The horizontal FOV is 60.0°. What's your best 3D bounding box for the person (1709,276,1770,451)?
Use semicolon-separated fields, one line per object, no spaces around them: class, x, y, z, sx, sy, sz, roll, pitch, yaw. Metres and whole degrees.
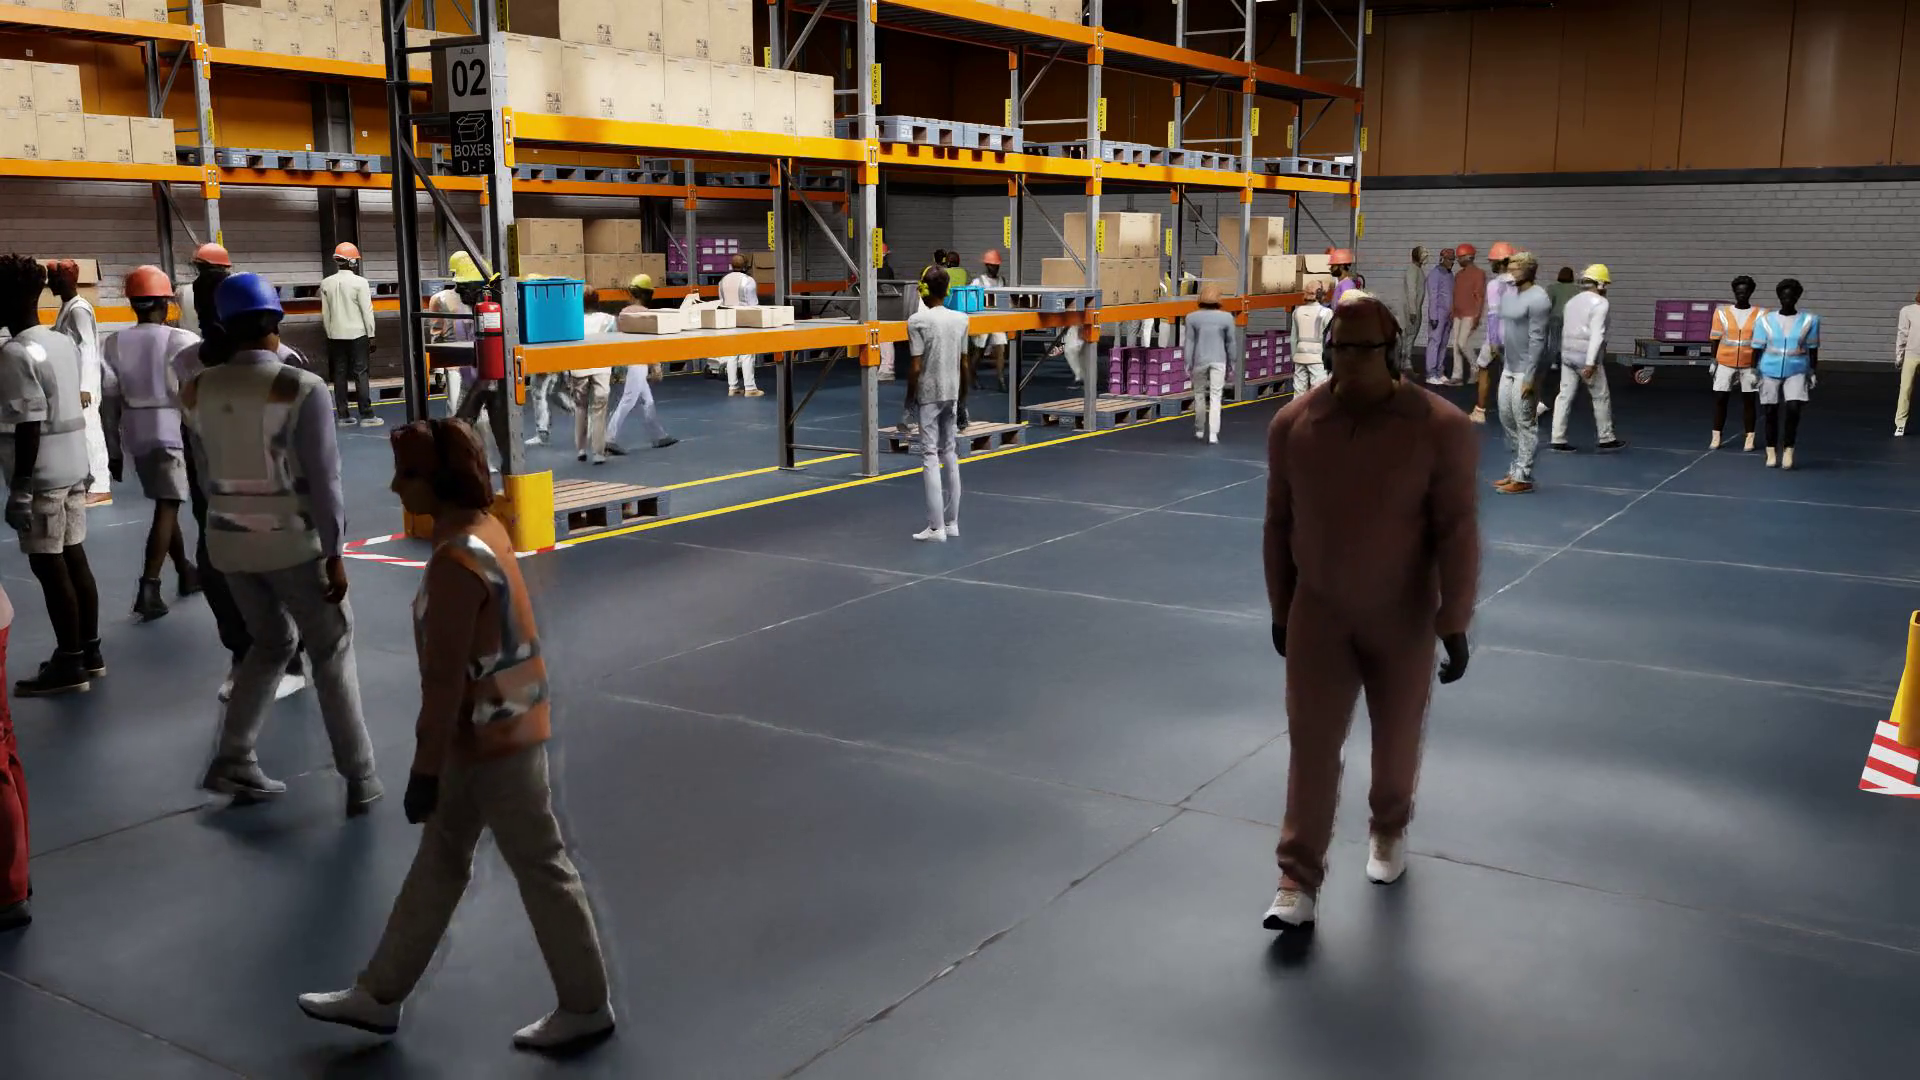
person;7.483;-1.693;15.999;0.533;1.687;0.320;5;11;26

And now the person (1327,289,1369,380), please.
person;2.461;-0.702;10.432;0.933;1.715;0.531;-1;10;-5

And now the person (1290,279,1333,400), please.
person;3.447;-1.721;16.282;0.314;1.639;0.514;-8;13;-38

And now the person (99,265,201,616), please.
person;-4.393;-0.550;9.128;0.545;1.892;1.012;0;10;1

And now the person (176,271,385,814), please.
person;-2.417;0.020;5.862;0.630;1.915;0.444;3;11;16

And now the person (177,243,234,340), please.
person;-6.315;-1.521;14.200;0.613;1.986;1.017;3;11;18

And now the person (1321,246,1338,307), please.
person;5.675;-3.534;25.546;0.544;1.926;0.379;-2;10;-13

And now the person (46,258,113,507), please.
person;-6.711;-1.190;12.661;0.362;1.883;0.575;-7;13;-35

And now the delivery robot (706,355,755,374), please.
delivery robot;-3.328;-2.654;24.181;0.707;0.478;0.477;-10;15;-44

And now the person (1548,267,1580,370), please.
person;9.504;-3.489;26.186;0.524;1.582;0.839;7;12;34

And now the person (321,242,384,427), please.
person;-6.617;-2.223;18.074;0.611;1.996;0.379;3;11;16

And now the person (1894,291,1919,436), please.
person;9.903;-1.864;17.112;0.496;1.629;0.277;5;11;25

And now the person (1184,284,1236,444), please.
person;2.503;-1.764;16.663;0.513;1.588;0.835;2;10;12

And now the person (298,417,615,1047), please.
person;-1.260;0.503;4.049;0.841;1.592;0.527;-2;11;-13

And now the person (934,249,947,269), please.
person;-0.343;-3.963;28.068;0.530;1.869;0.311;4;11;21

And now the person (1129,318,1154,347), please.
person;2.957;-3.796;26.945;0.366;1.938;0.630;-9;14;-41

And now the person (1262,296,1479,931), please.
person;1.201;0.211;4.973;0.655;1.853;0.988;4;11;23

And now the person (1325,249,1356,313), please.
person;4.269;-2.377;19.172;0.701;1.913;0.553;3;11;16

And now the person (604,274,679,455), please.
person;-3.104;-1.685;15.916;0.546;1.701;0.996;10;14;44

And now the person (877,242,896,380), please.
person;-1.133;-3.319;24.146;0.396;1.992;0.622;-3;11;-15

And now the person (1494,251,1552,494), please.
person;4.513;-1.324;13.280;0.478;1.935;0.696;0;10;-3

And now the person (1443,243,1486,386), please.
person;6.962;-3.103;22.981;0.449;1.975;0.649;-3;11;-19

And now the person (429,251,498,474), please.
person;-4.244;-1.512;14.324;0.587;1.927;0.364;-6;12;-31

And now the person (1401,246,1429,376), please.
person;6.793;-3.423;24.882;0.354;1.936;0.635;4;11;19

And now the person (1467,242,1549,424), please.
person;5.963;-2.223;18.075;0.624;2.014;0.976;-7;12;-34

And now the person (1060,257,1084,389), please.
person;1.536;-2.920;22.503;0.536;1.790;0.612;-1;10;-6

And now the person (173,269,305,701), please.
person;-3.114;-0.219;7.254;0.632;1.896;0.490;1;10;7

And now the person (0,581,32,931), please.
person;-2.937;0.279;4.846;0.313;1.769;0.523;-5;11;-24

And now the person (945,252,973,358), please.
person;-0.112;-3.513;25.649;0.622;1.845;0.429;-5;11;-26

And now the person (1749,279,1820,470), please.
person;7.228;-1.446;14.628;0.557;1.673;0.653;6;12;29

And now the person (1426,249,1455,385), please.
person;6.805;-3.140;23.418;0.406;1.902;0.636;8;13;39

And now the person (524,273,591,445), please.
person;-4.004;-1.764;16.332;0.634;1.703;0.494;4;11;20

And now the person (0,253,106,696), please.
person;-4.107;-0.289;7.440;0.362;1.963;0.613;-1;10;-8

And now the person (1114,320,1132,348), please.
person;2.885;-4.236;29.543;0.575;1.883;0.355;-4;11;-23

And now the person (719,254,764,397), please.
person;-2.825;-2.779;21.585;0.626;1.843;0.429;7;13;36

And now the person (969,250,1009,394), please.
person;0.381;-2.921;22.243;0.561;1.895;0.978;-5;11;-27

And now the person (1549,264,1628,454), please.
person;5.985;-1.706;15.780;0.870;1.783;0.617;-3;11;-18

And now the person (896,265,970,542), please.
person;-0.172;-0.901;11.236;0.545;1.876;0.541;-8;13;-37

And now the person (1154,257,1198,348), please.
person;2.982;-3.038;23.055;0.622;1.835;0.430;0;10;0

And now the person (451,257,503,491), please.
person;-3.693;-1.175;12.572;0.592;1.883;0.960;5;11;25

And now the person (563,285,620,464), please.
person;-3.362;-1.514;15.202;0.518;1.612;0.692;-1;10;-5
